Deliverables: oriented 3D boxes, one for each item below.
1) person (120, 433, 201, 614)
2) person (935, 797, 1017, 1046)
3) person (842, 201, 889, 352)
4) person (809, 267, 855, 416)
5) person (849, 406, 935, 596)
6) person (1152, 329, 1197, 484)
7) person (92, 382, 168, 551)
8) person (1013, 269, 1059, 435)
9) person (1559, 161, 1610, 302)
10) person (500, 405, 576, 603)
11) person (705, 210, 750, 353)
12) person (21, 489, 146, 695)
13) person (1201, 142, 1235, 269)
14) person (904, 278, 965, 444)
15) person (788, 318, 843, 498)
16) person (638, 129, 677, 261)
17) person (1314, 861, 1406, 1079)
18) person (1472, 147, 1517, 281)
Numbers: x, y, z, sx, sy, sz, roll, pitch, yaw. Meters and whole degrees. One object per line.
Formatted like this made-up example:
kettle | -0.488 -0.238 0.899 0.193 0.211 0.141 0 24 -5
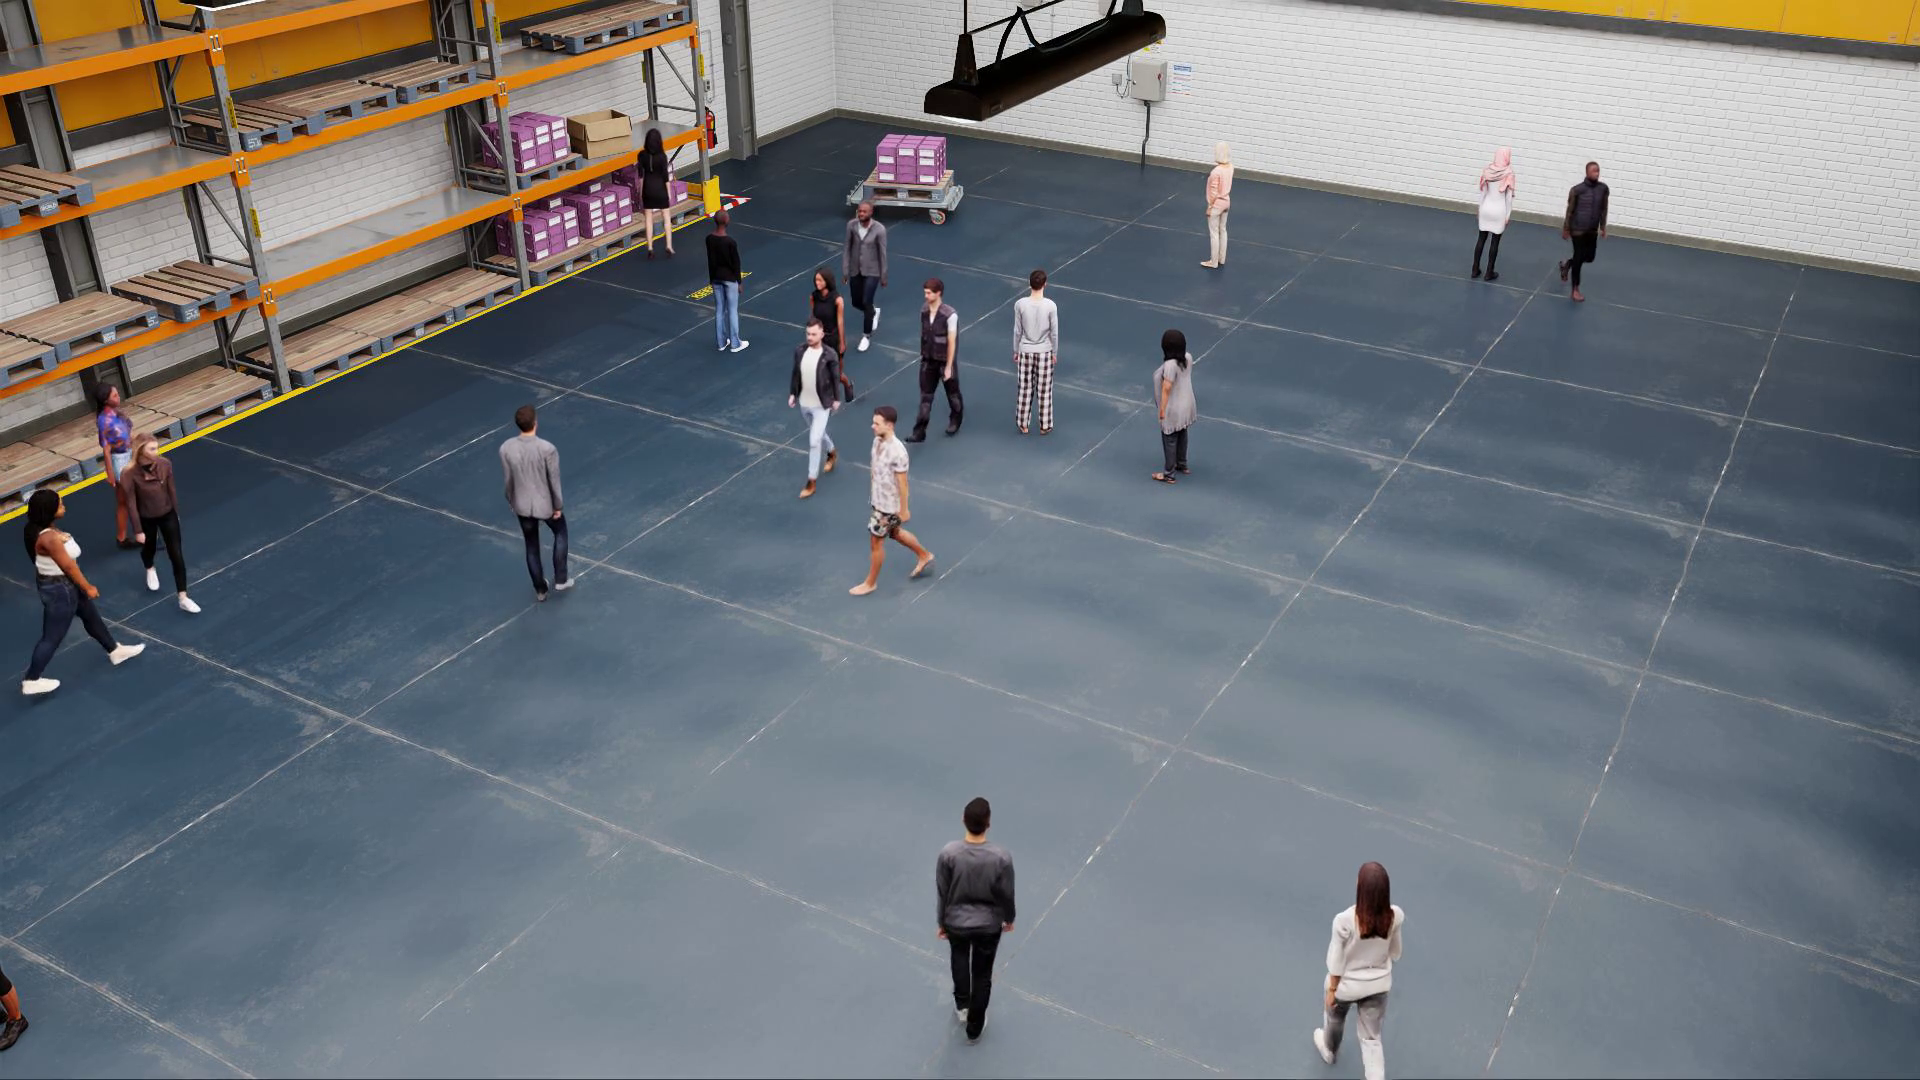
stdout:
person | -7.191 -0.191 14.802 1.144 1.661 0.922 -22 35 -34
person | 0.073 2.356 10.043 0.736 1.749 0.759 3 29 6
person | -1.131 -3.274 20.311 0.778 1.799 1.054 11 31 19
person | -1.414 -2.189 18.402 0.599 1.723 0.829 15 32 25
person | -0.567 -0.383 15.016 1.238 1.794 1.087 -12 31 -22
person | 2.214 -1.392 17.065 0.703 1.603 0.614 18 34 30
person | -7.962 -0.664 15.606 0.923 1.722 0.876 -6 29 -11
person | 0.816 -2.029 17.978 0.703 1.847 0.668 4 29 7
person | 8.131 -4.076 21.758 1.064 1.821 1.145 -5 29 -9
person | -3.774 -0.279 14.757 0.822 1.859 0.847 -1 29 -2
person | -2.844 -3.135 20.108 0.613 1.750 0.560 12 31 21
person | -7.400 0.471 13.493 1.288 1.753 0.993 -21 35 -34
person | 3.553 -4.605 22.827 0.702 1.725 0.524 23 36 35
person | -0.153 -1.947 17.868 0.655 1.808 1.113 15 32 26
person | -1.431 -1.423 16.905 0.661 1.812 1.129 14 32 24
person | -4.239 -4.775 23.068 0.675 1.794 0.695 2 29 3
person | 2.357 2.622 9.650 1.022 1.658 1.129 -4 29 -8
person | 7.178 -4.394 22.361 0.652 1.803 0.624 21 35 33
